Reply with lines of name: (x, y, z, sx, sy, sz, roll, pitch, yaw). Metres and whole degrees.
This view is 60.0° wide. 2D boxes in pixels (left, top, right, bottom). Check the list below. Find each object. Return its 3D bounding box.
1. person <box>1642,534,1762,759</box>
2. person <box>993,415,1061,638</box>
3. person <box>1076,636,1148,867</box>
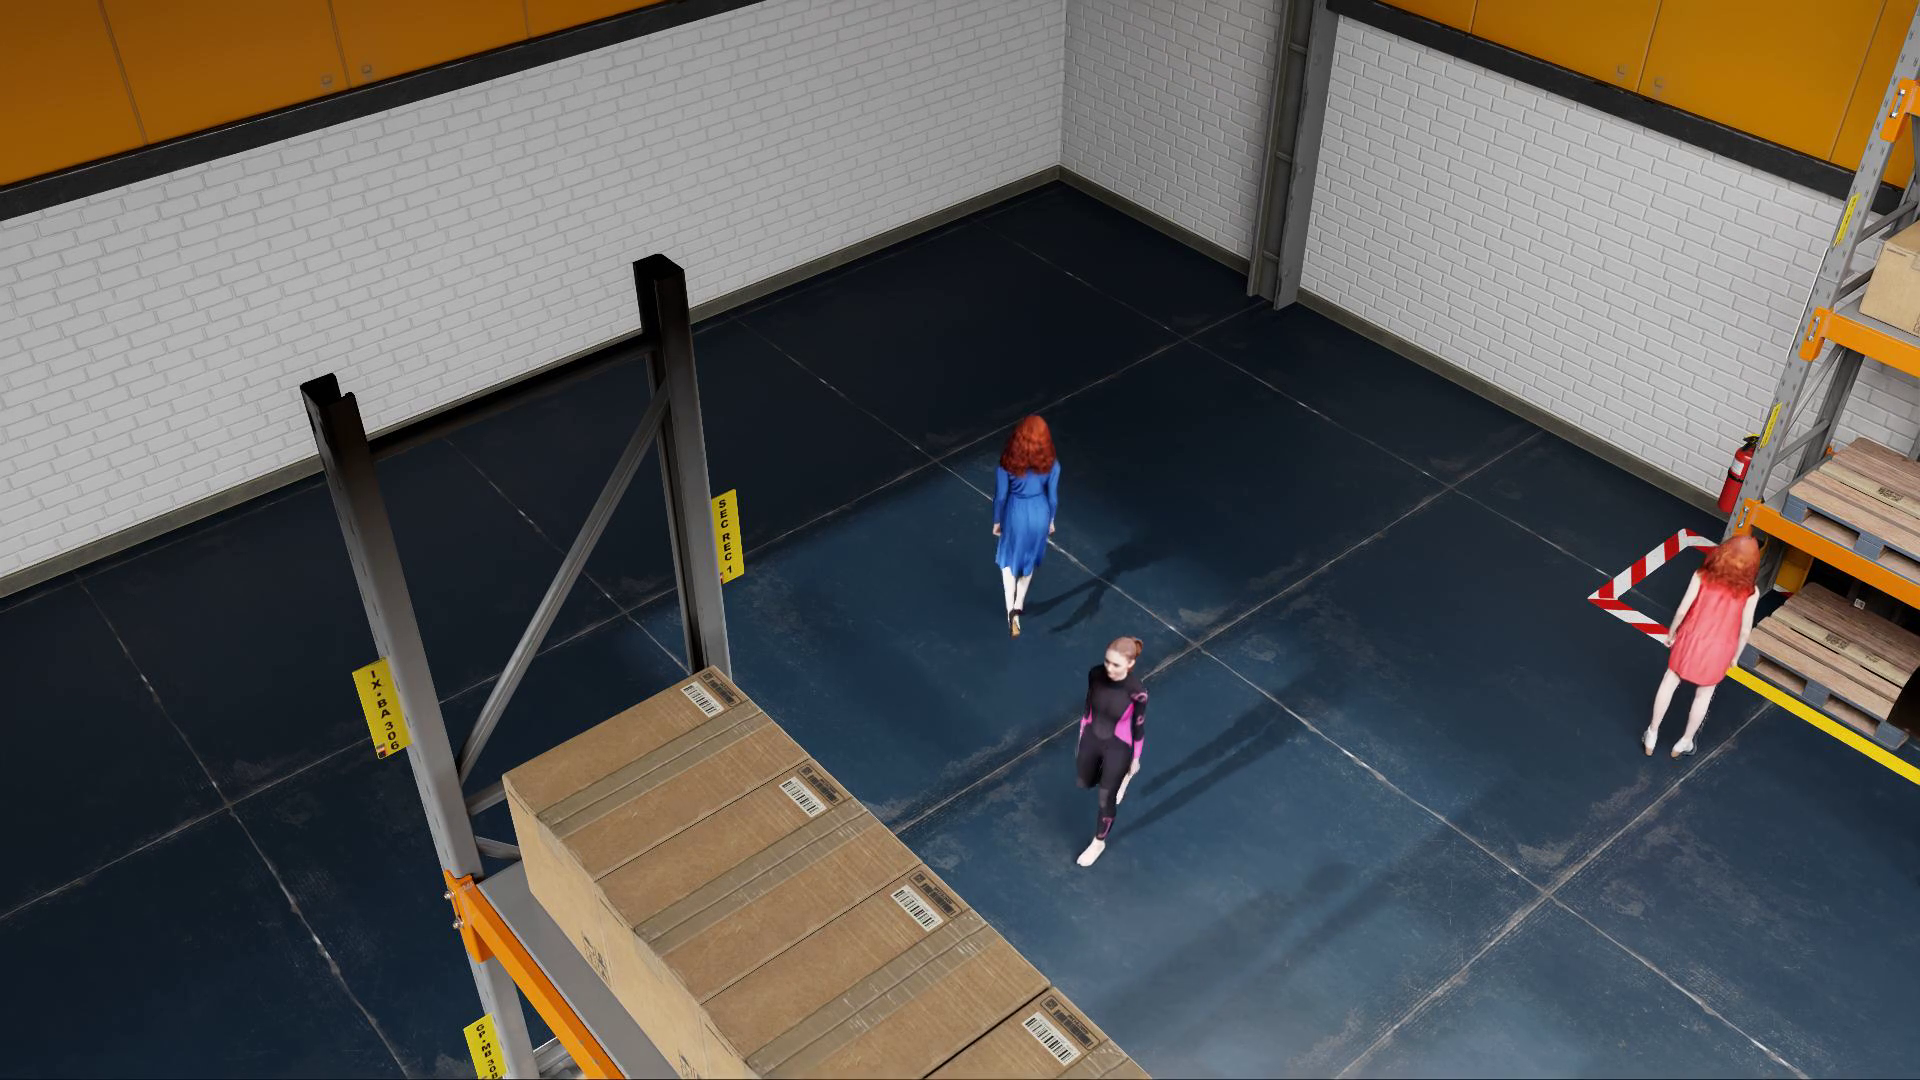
person: (4.798, 0.700, 10.743, 0.600, 1.827, 0.738, 21, 43, 25)
person: (0.463, -0.030, 11.672, 0.903, 1.808, 0.977, -1, 39, -1)
person: (0.949, 1.216, 10.166, 0.869, 1.741, 0.743, 25, 45, 28)
